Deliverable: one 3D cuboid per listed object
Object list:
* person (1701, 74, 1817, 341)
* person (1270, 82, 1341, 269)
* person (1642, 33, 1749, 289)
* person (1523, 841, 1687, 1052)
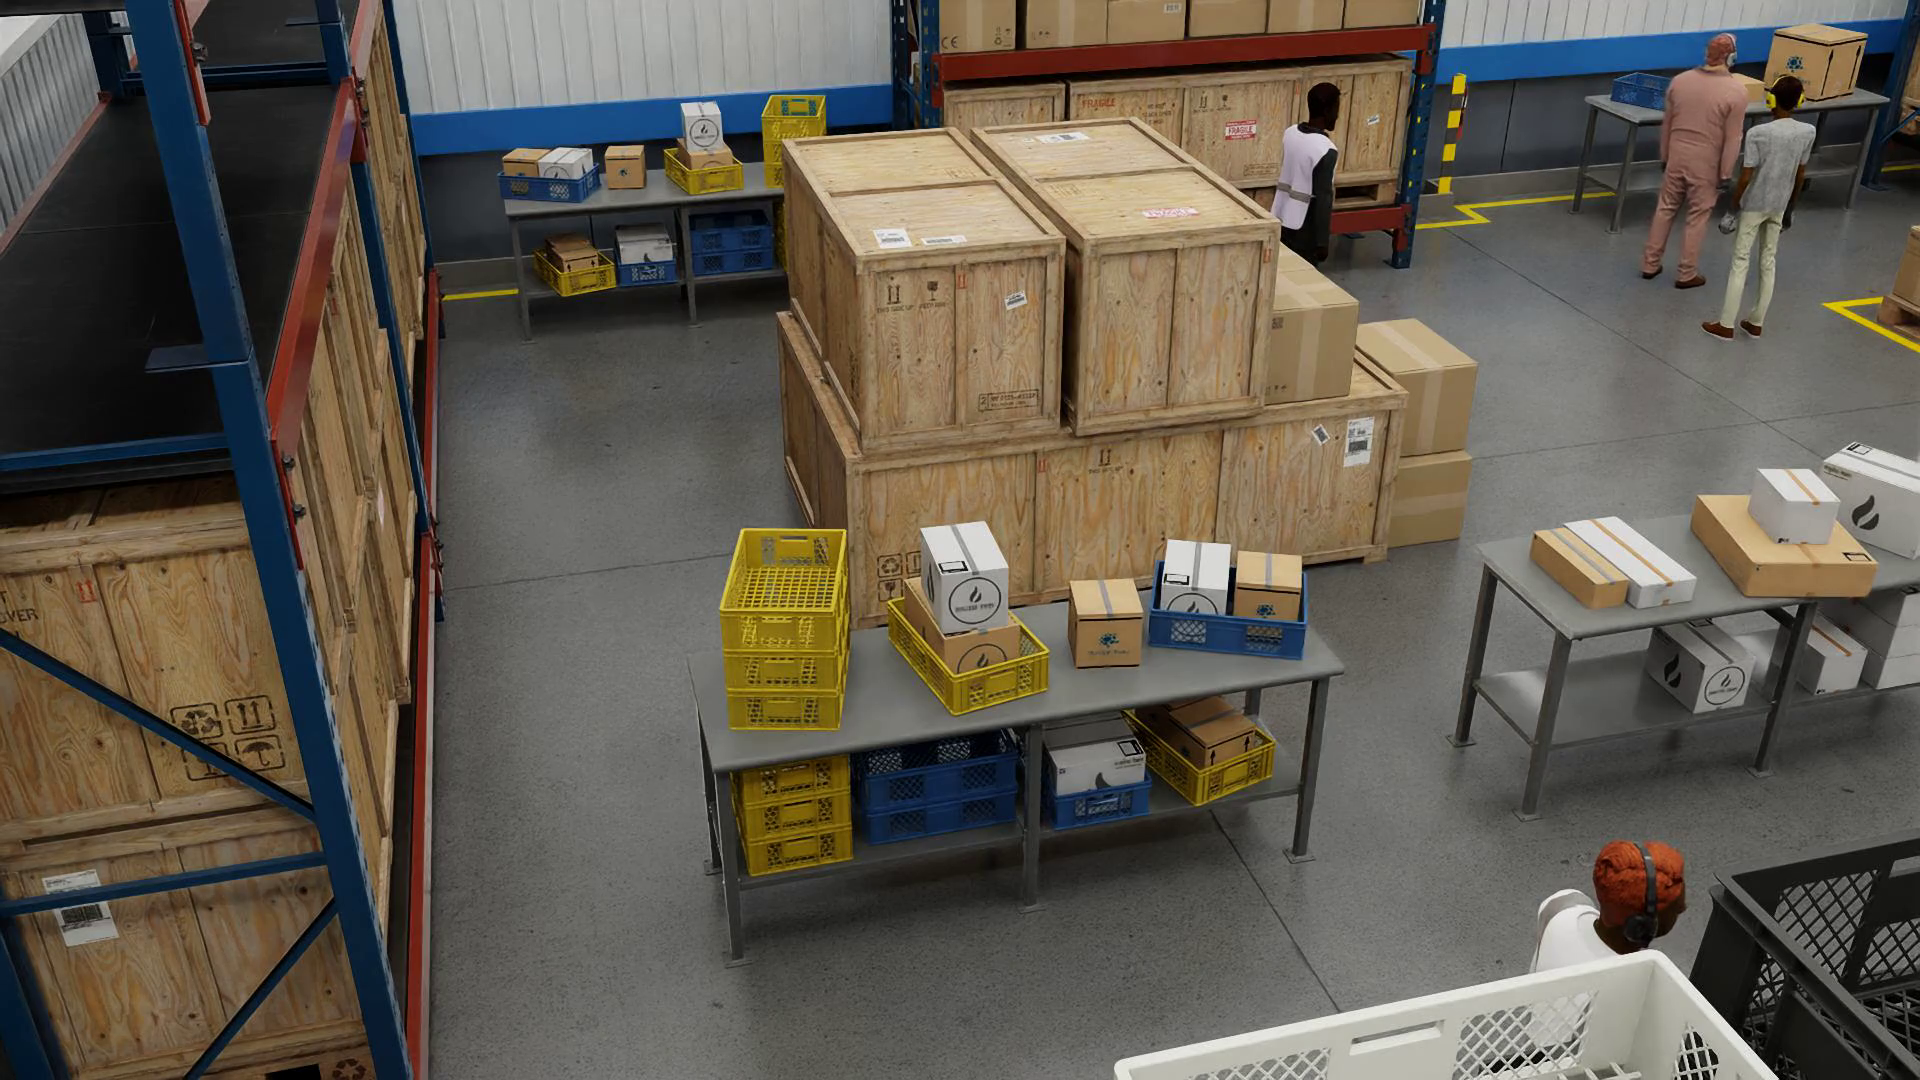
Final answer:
[{"bbox_3d":[5.596,-2.308,11.639,0.519,1.865,0.328,-3,29,-5],"label":"person"},{"bbox_3d":[2.318,-2.138,11.287,0.390,1.911,0.592,-9,30,-16],"label":"person"},{"bbox_3d":[5.600,-2.869,12.626,0.396,1.898,0.648,-18,34,-30],"label":"person"},{"bbox_3d":[1.691,1.590,4.545,0.355,1.882,0.575,-3,29,-5],"label":"person"}]
